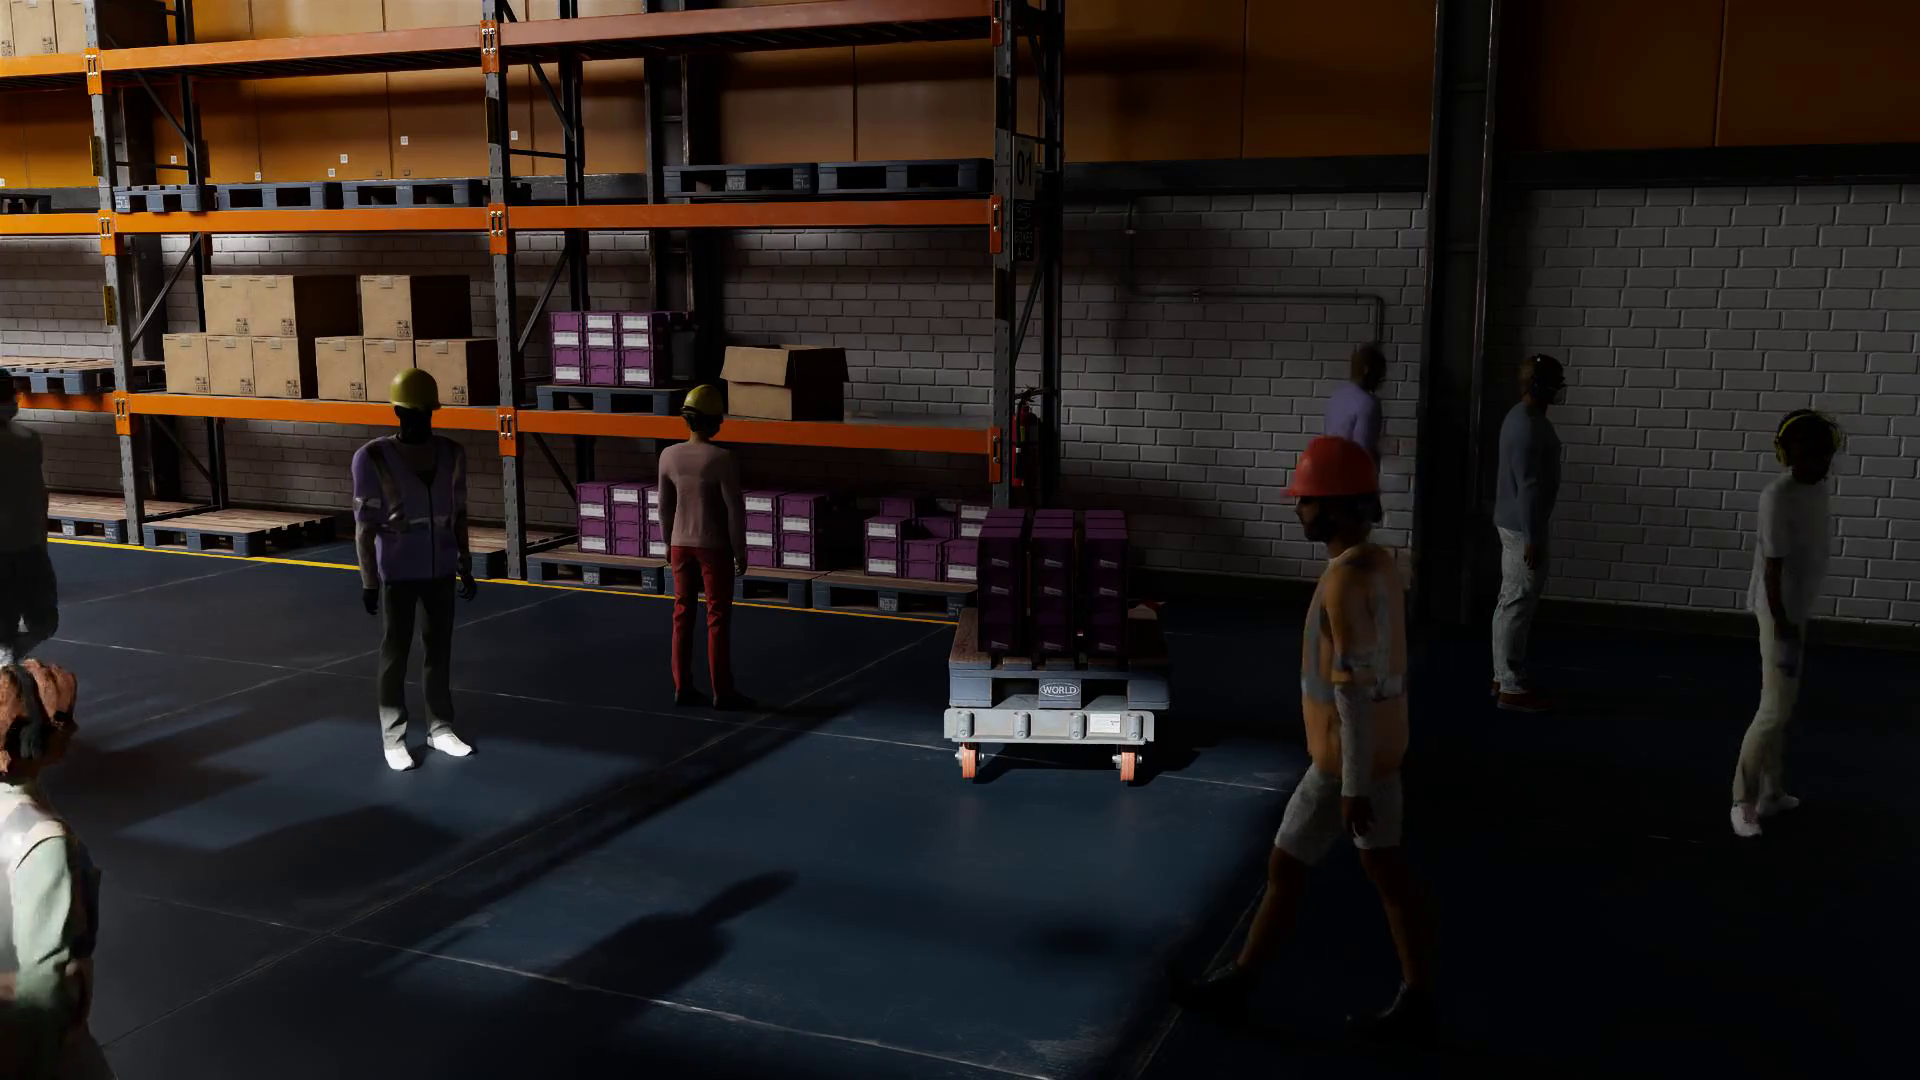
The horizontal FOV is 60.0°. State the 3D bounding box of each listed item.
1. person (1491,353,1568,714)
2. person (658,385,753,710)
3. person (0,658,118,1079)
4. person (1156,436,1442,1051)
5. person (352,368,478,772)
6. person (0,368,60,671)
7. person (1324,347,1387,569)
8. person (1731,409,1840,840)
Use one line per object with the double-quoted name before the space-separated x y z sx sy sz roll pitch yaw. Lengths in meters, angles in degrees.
"person" 3.089 -0.043 9.036 0.370 1.939 0.631 2 10 14
"person" -1.384 0.040 9.053 0.535 1.767 0.317 5 10 25
"person" -1.988 1.041 3.580 0.527 1.592 0.867 6 11 33
"person" 1.086 0.628 5.145 0.955 1.890 0.581 4 10 24
"person" -2.599 0.135 8.013 0.386 1.922 0.594 8 13 41
"person" -4.890 0.066 8.427 0.575 1.923 0.641 3 10 19
"person" 2.533 -0.310 10.843 0.568 1.887 0.799 -1 10 -7
"person" 3.556 0.342 7.084 0.338 1.832 0.673 9 13 43
